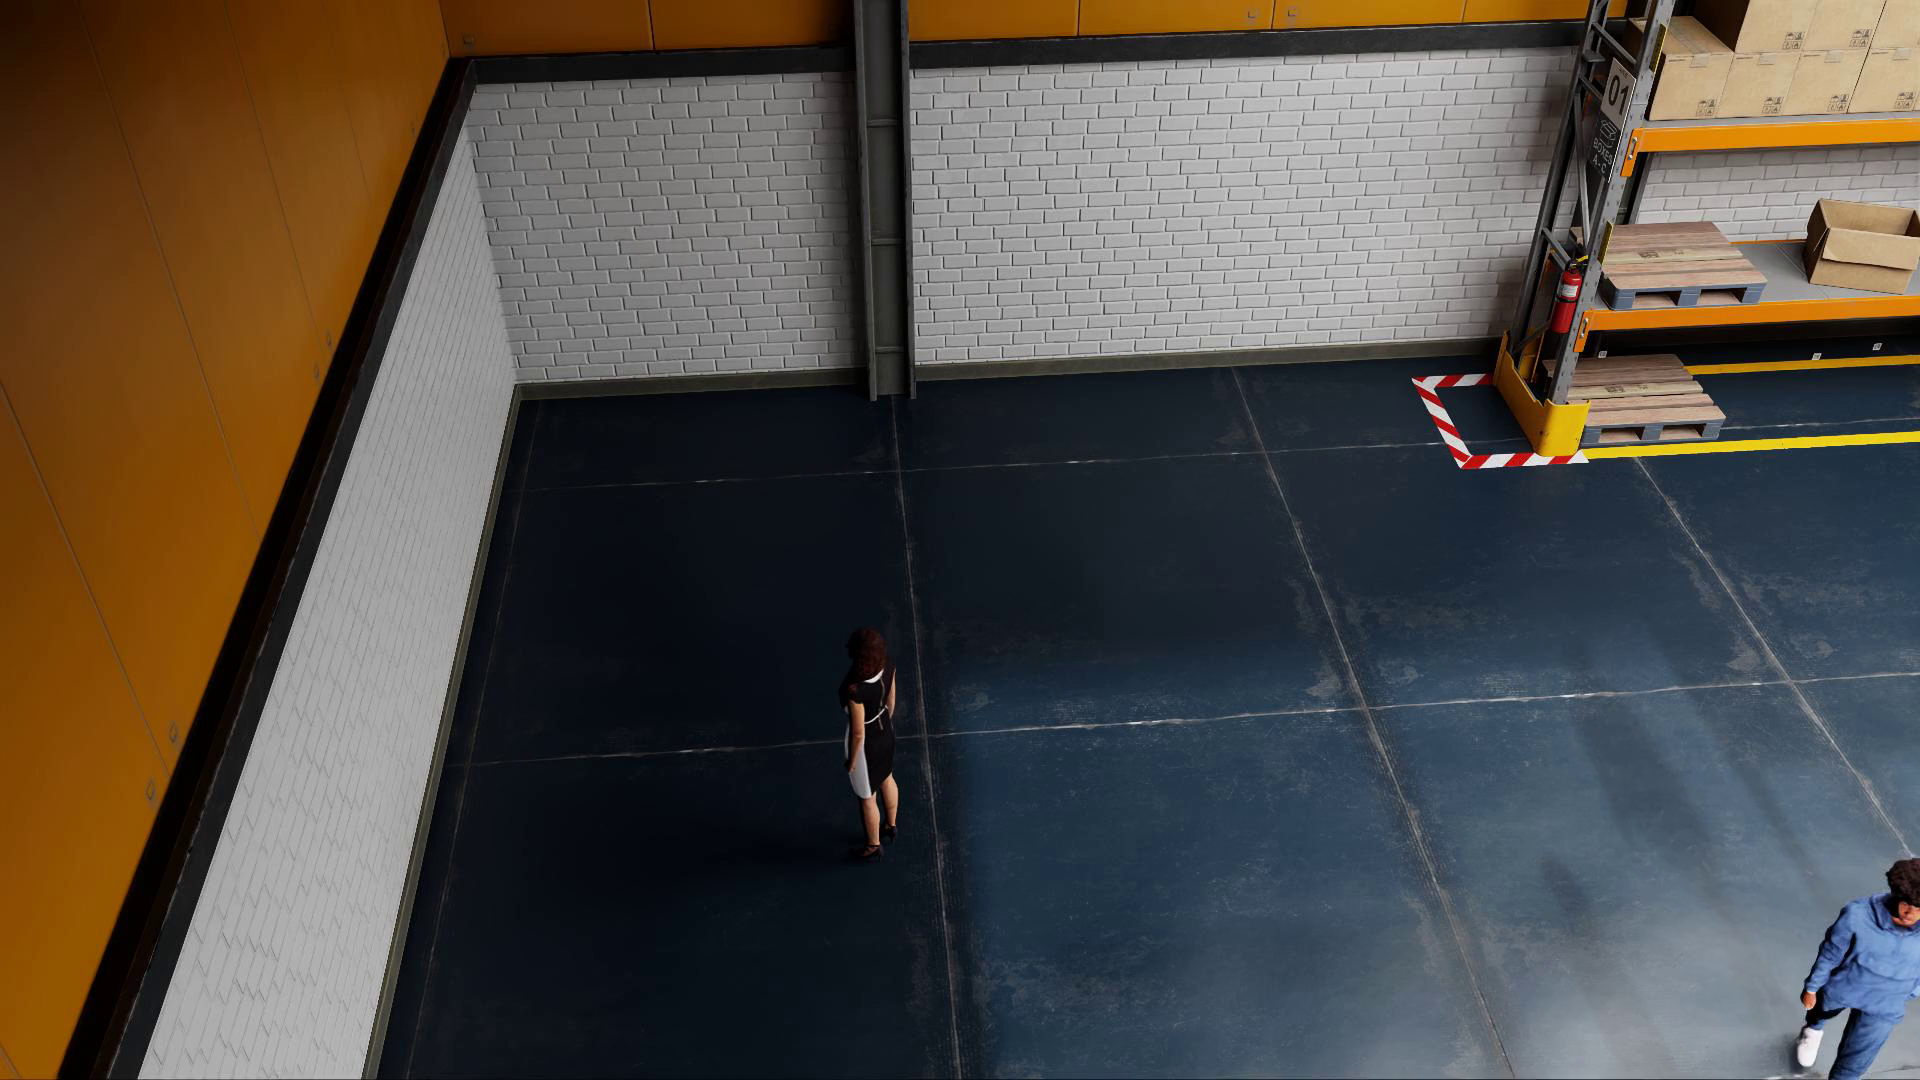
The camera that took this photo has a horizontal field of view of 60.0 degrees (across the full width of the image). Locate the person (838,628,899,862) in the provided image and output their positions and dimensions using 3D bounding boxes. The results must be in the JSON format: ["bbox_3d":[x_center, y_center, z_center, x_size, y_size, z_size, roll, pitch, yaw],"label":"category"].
[{"bbox_3d":[-0.523,1.207,9.773,0.685,1.793,0.650,23,44,26],"label":"person"}]

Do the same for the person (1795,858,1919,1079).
[{"bbox_3d":[4.621,2.227,8.519,1.205,1.764,1.131,17,42,20],"label":"person"}]
